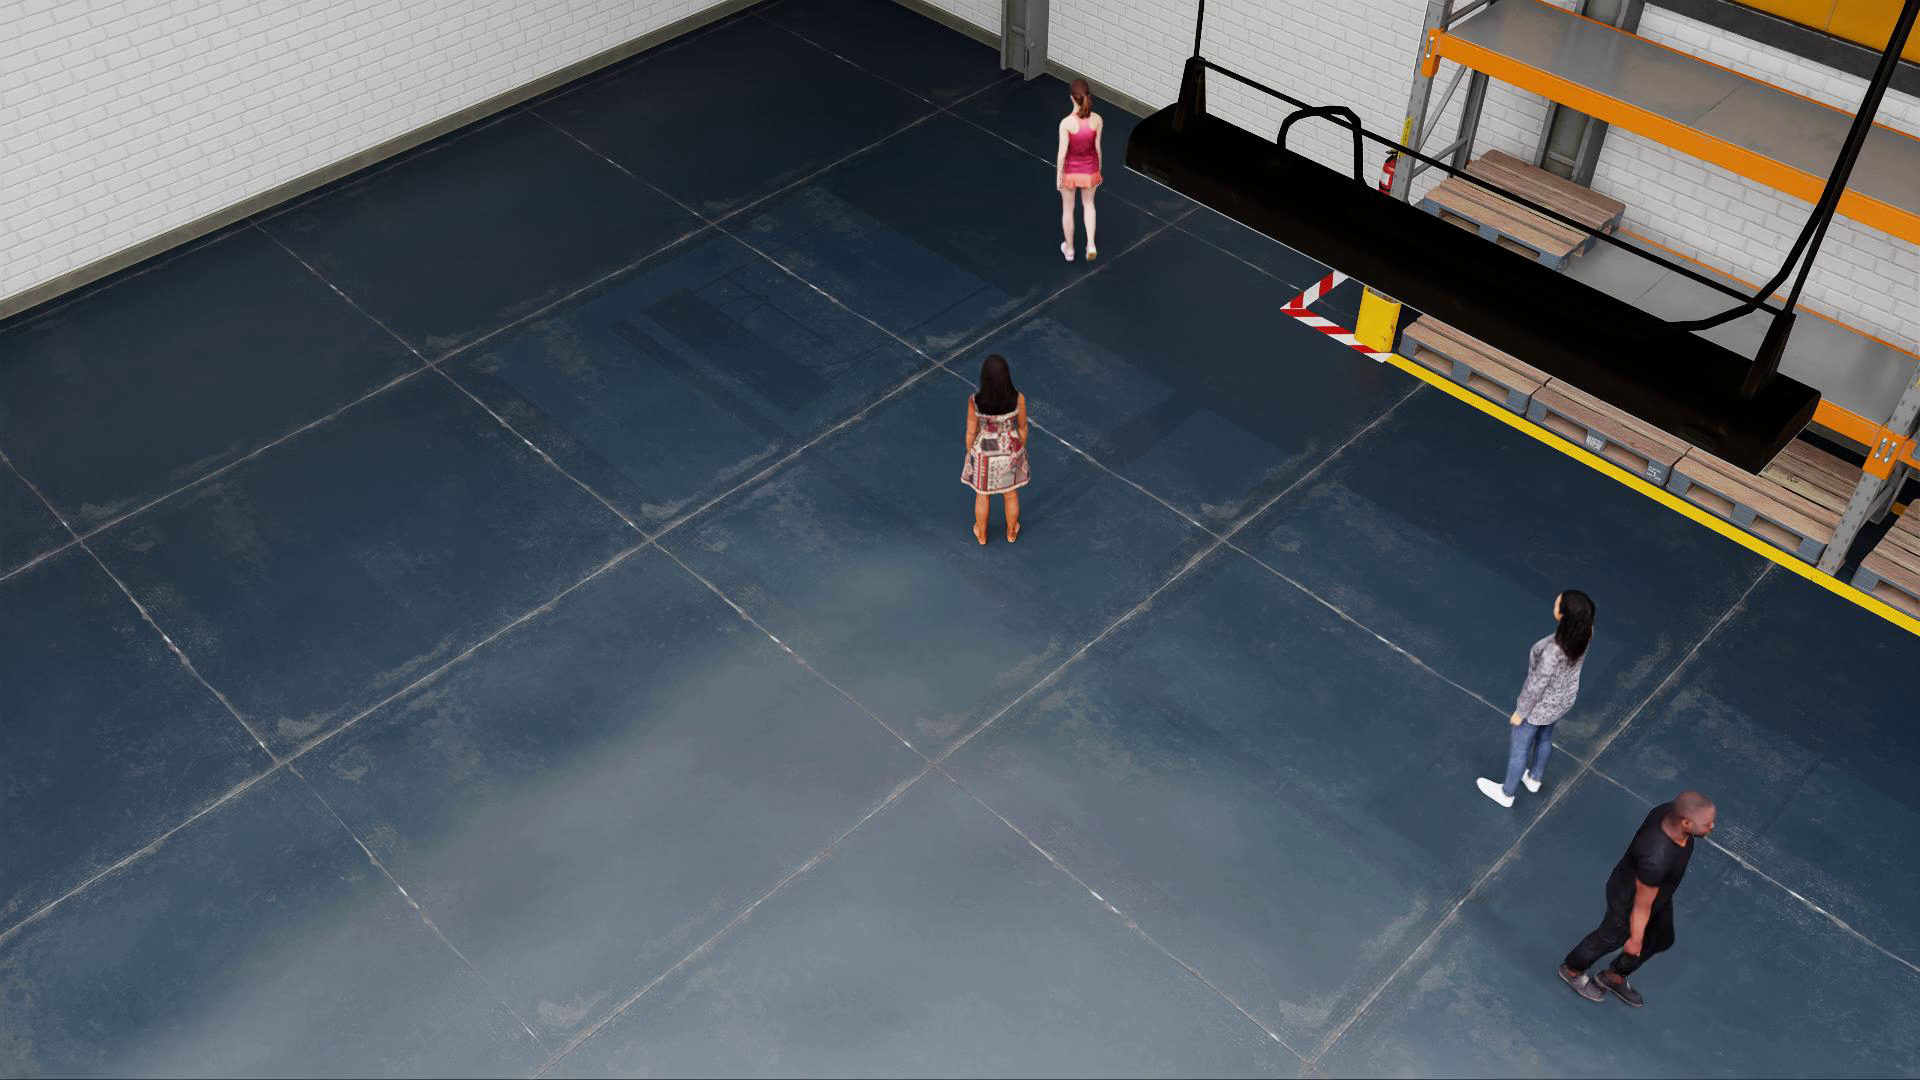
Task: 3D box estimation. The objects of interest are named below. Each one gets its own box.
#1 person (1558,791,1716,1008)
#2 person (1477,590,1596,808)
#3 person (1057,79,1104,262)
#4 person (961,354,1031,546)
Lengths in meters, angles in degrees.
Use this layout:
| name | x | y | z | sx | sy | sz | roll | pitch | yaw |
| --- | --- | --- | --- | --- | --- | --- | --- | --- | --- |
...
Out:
| name | x | y | z | sx | sy | sz | roll | pitch | yaw |
| --- | --- | --- | --- | --- | --- | --- | --- | --- | --- |
| person | 3.588 | 1.903 | 9.025 | 0.737 | 1.800 | 0.726 | 30 | 51 | 28 |
| person | 3.550 | 0.965 | 10.059 | 0.643 | 1.731 | 0.574 | -28 | 50 | -26 |
| person | 1.048 | -3.114 | 14.335 | 0.800 | 1.739 | 0.900 | -7 | 44 | -8 |
| person | 0.254 | -0.624 | 11.791 | 0.718 | 1.643 | 0.758 | -2 | 44 | -3 |
